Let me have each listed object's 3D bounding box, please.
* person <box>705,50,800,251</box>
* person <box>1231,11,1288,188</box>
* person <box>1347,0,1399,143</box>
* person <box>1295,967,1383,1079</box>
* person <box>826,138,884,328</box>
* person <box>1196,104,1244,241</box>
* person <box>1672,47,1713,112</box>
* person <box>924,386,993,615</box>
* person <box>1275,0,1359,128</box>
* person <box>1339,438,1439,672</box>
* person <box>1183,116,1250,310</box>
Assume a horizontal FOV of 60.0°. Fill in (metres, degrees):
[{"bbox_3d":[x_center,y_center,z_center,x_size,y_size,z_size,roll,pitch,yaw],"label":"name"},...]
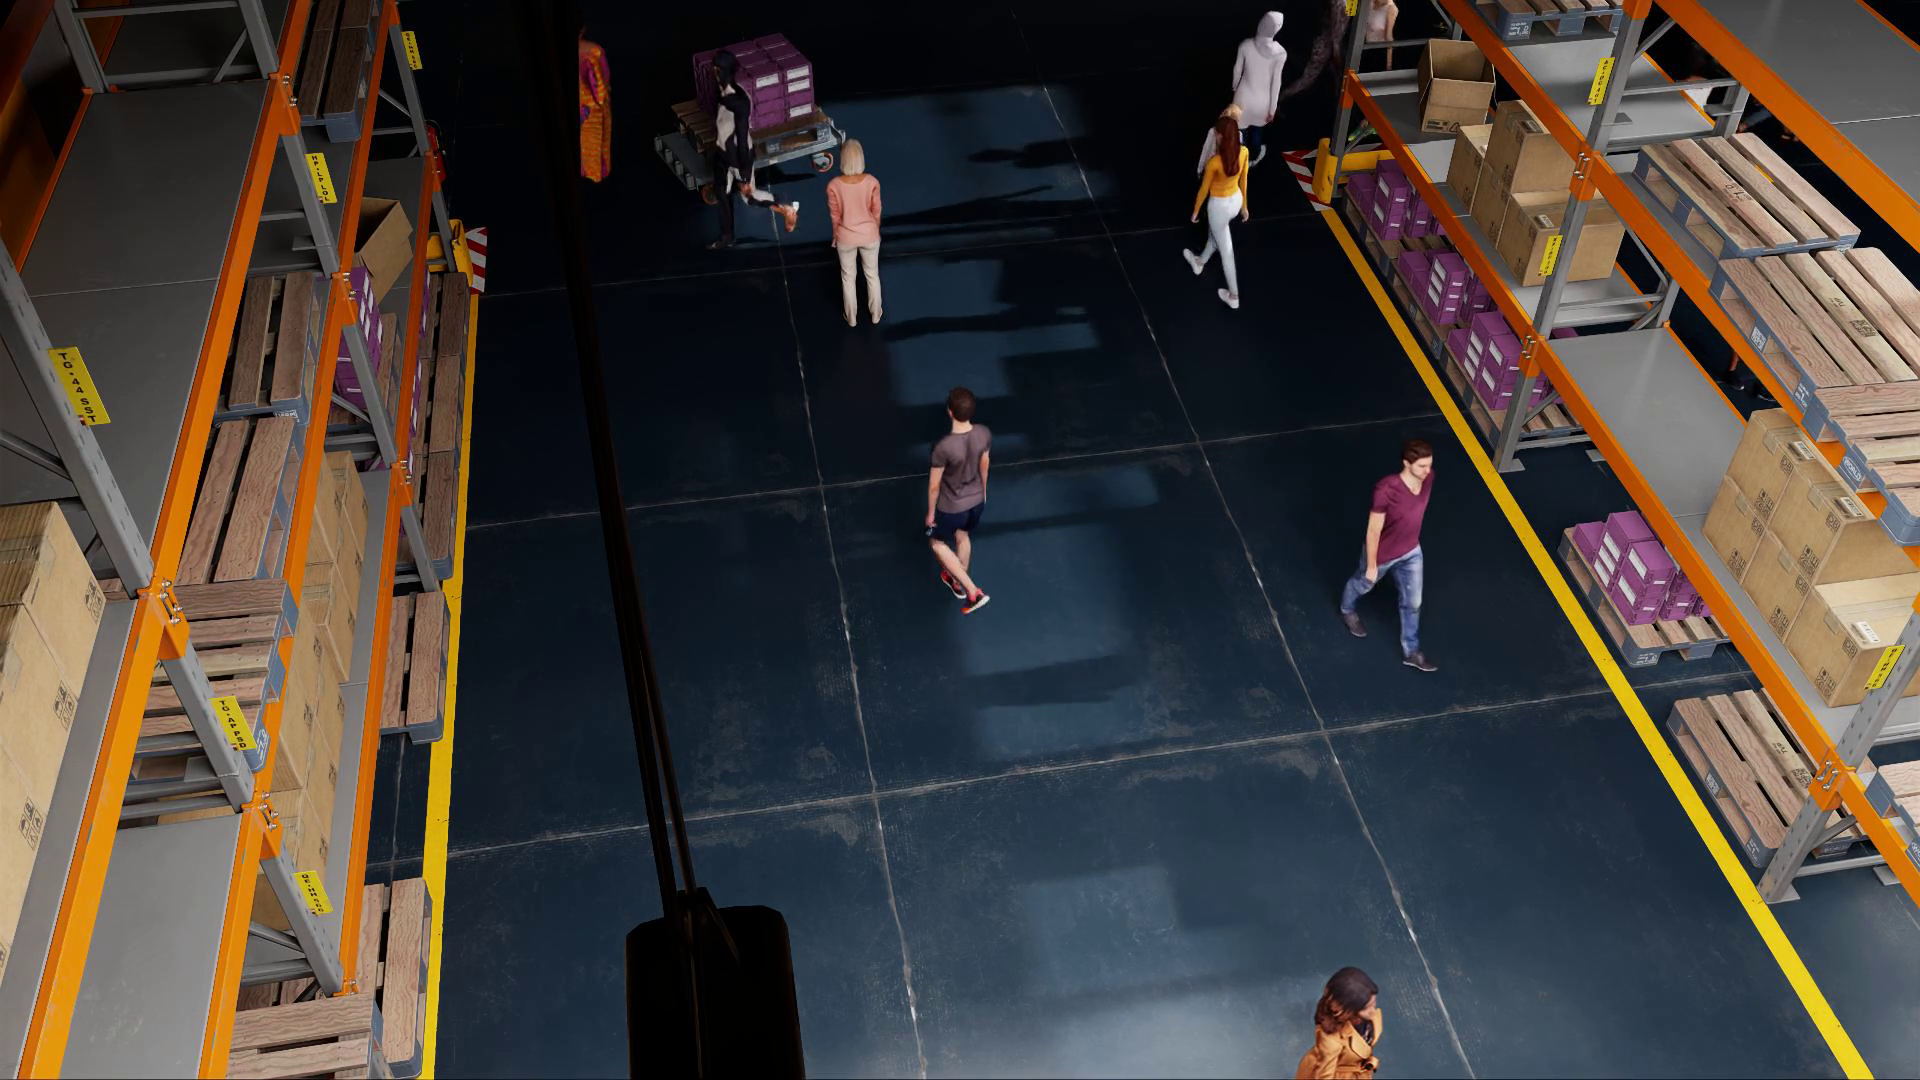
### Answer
[{"bbox_3d":[-1.868,-3.386,14.538,1.015,1.865,1.173,-22,48,-21],"label":"person"},{"bbox_3d":[2.652,-3.934,15.205,0.962,1.739,1.165,12,45,12],"label":"person"},{"bbox_3d":[4.100,-4.678,16.029,0.731,1.679,0.648,-14,45,-15],"label":"person"},{"bbox_3d":[1.860,2.665,8.292,0.826,1.720,0.782,29,51,27],"label":"person"},{"bbox_3d":[-0.856,-2.527,13.739,0.600,1.724,0.513,-5,44,-6],"label":"person"},{"bbox_3d":[2.308,-3.266,14.863,0.735,1.243,0.946,7,44,7],"label":"person"},{"bbox_3d":[6.347,-3.563,14.880,0.862,1.651,1.171,-19,47,-19],"label":"person"},{"bbox_3d":[0.030,-0.210,11.225,0.878,1.837,0.988,-27,50,-26],"label":"person"},{"bbox_3d":[3.472,-4.782,16.142,1.051,1.675,1.152,16,46,16],"label":"person"},{"bbox_3d":[2.803,-0.004,11.025,0.879,1.814,1.167,-19,47,-19],"label":"person"},{"bbox_3d":[2.261,-2.686,13.913,0.869,1.714,1.130,-22,48,-22],"label":"person"}]
